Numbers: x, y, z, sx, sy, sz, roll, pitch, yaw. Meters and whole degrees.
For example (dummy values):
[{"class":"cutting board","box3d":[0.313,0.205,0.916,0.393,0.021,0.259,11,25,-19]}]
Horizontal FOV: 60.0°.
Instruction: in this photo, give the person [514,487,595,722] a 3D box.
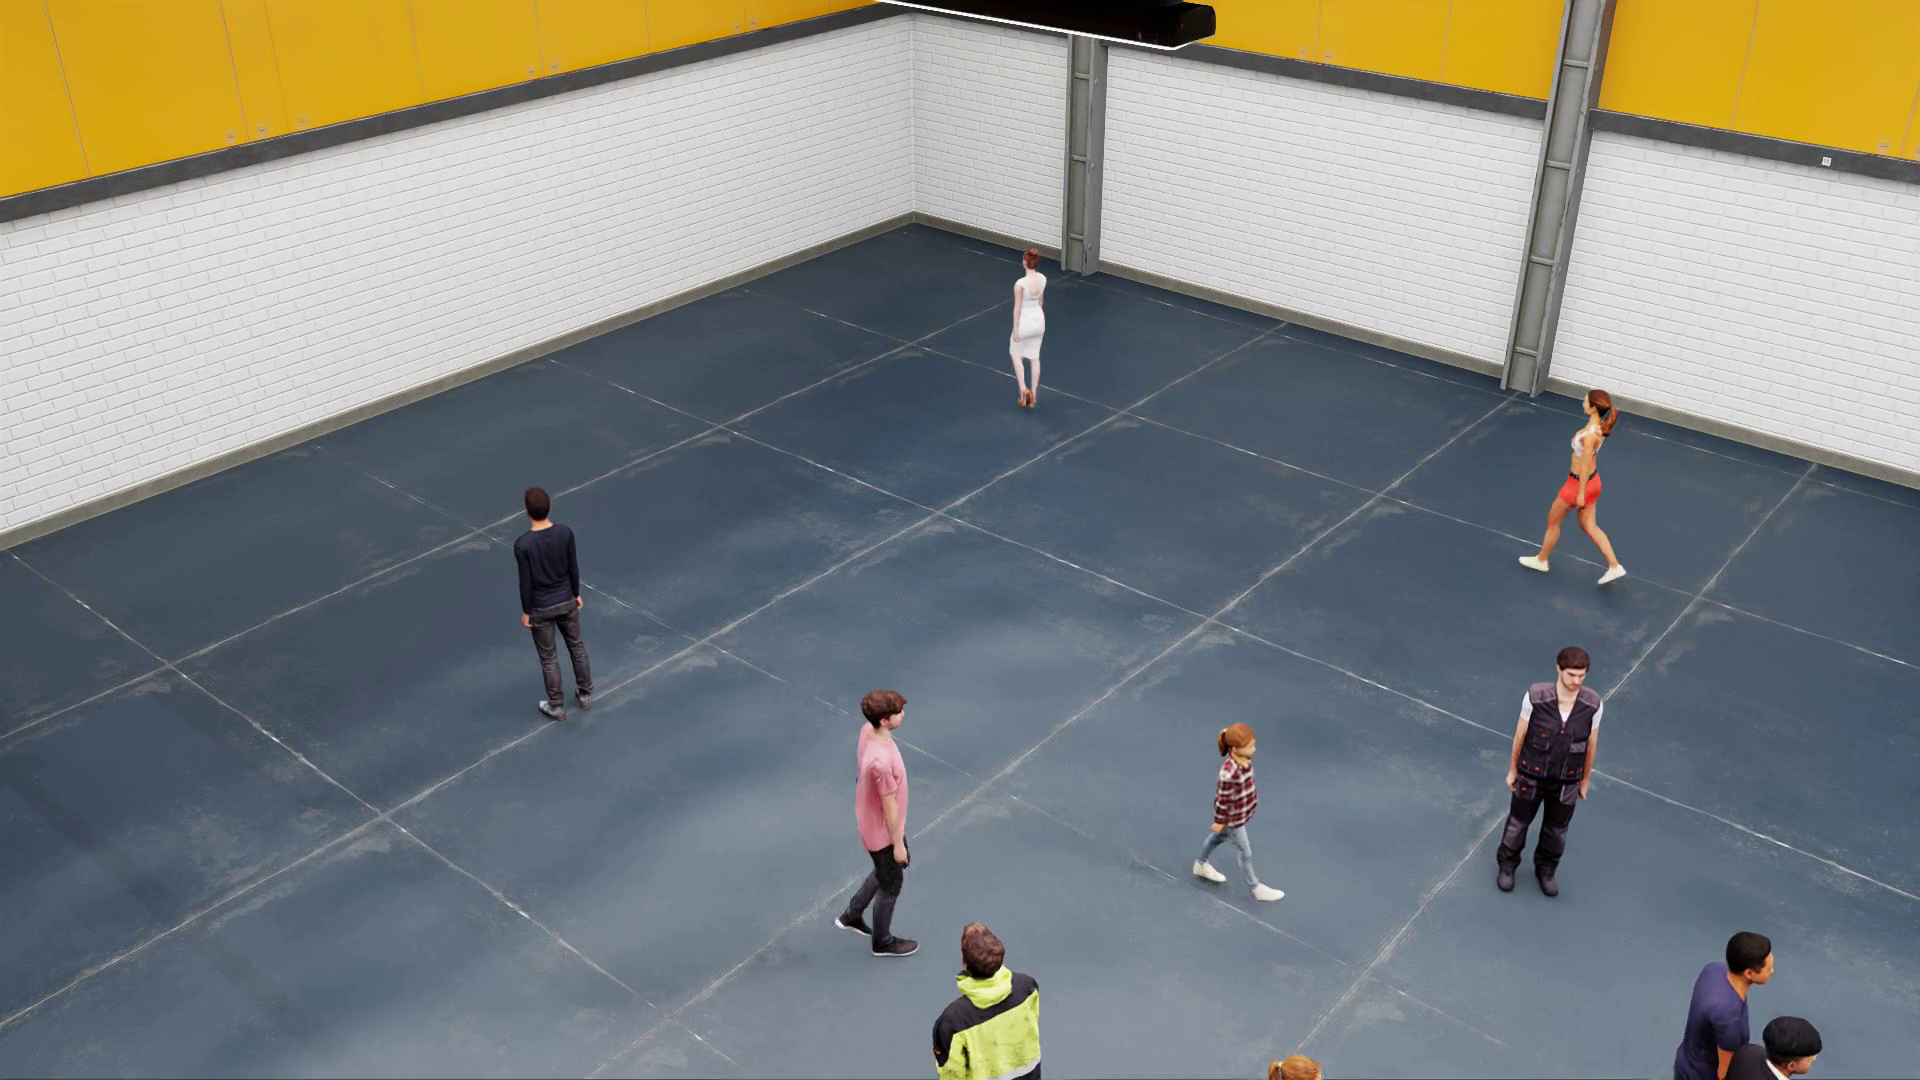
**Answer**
[{"class":"person","box3d":[-3.018,0.473,12.315,0.677,1.869,0.614,-21,35,-33]}]

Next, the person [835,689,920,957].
[{"class":"person","box3d":[-0.554,1.721,9.949,0.897,1.944,0.841,-6,29,-11]}]

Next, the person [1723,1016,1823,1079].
[{"class":"person","box3d":[3.538,2.947,7.794,1.036,1.854,0.905,9,30,17]}]

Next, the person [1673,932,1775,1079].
[{"class":"person","box3d":[3.667,2.675,8.380,0.939,1.771,0.805,12,31,21]}]

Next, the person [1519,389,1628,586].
[{"class":"person","box3d":[5.346,-0.414,14.058,1.117,1.757,0.584,21,35,34]}]

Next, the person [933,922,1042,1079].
[{"class":"person","box3d":[0.198,2.733,8.085,1.009,1.952,1.251,-16,32,-26]}]

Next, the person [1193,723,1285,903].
[{"class":"person","box3d":[1.694,1.714,10.664,0.904,1.272,0.641,15,32,25]}]

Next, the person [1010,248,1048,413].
[{"class":"person","box3d":[0.765,-2.155,17.219,0.650,1.787,0.662,-15,32,-26]}]

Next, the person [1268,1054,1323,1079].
[{"class":"person","box3d":[1.537,3.037,8.209,0.846,1.299,0.724,2,29,5]}]

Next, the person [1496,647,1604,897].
[{"class":"person","box3d":[3.731,1.457,10.538,0.699,1.843,0.812,6,29,10]}]
